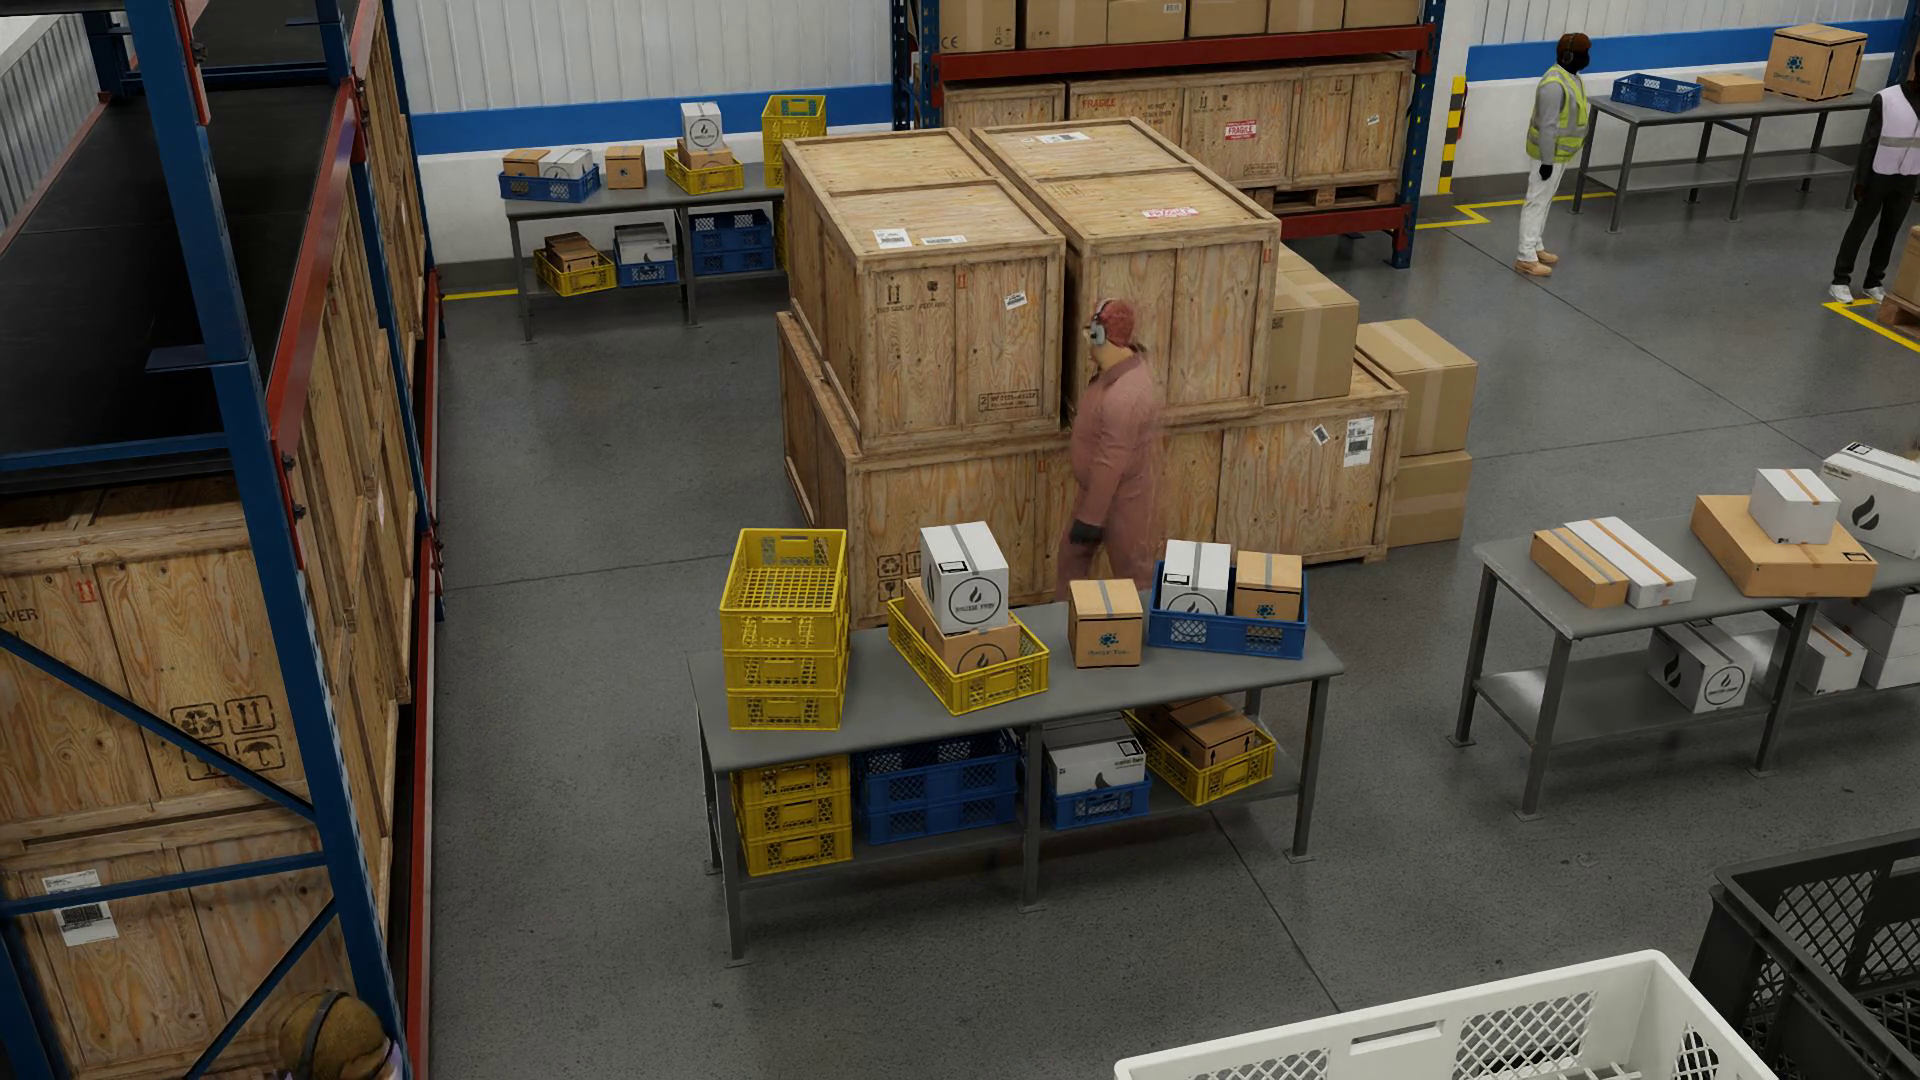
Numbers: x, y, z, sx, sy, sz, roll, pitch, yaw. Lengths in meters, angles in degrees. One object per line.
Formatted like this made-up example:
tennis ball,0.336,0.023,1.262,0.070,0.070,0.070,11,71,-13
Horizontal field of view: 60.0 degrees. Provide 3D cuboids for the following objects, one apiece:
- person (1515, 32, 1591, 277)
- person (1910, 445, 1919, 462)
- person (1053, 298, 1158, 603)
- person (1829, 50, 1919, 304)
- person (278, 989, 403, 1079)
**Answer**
person,4.616,-3.001,12.918,0.430,1.845,0.619,15,32,26
person,6.069,-1.038,9.541,0.826,1.652,0.535,24,37,36
person,0.613,-0.212,7.839,0.780,1.858,0.630,-3,29,-6
person,6.897,-2.693,12.295,0.591,1.914,0.399,-1,29,-1
person,-1.485,1.836,4.066,0.469,1.913,0.686,6,29,10
